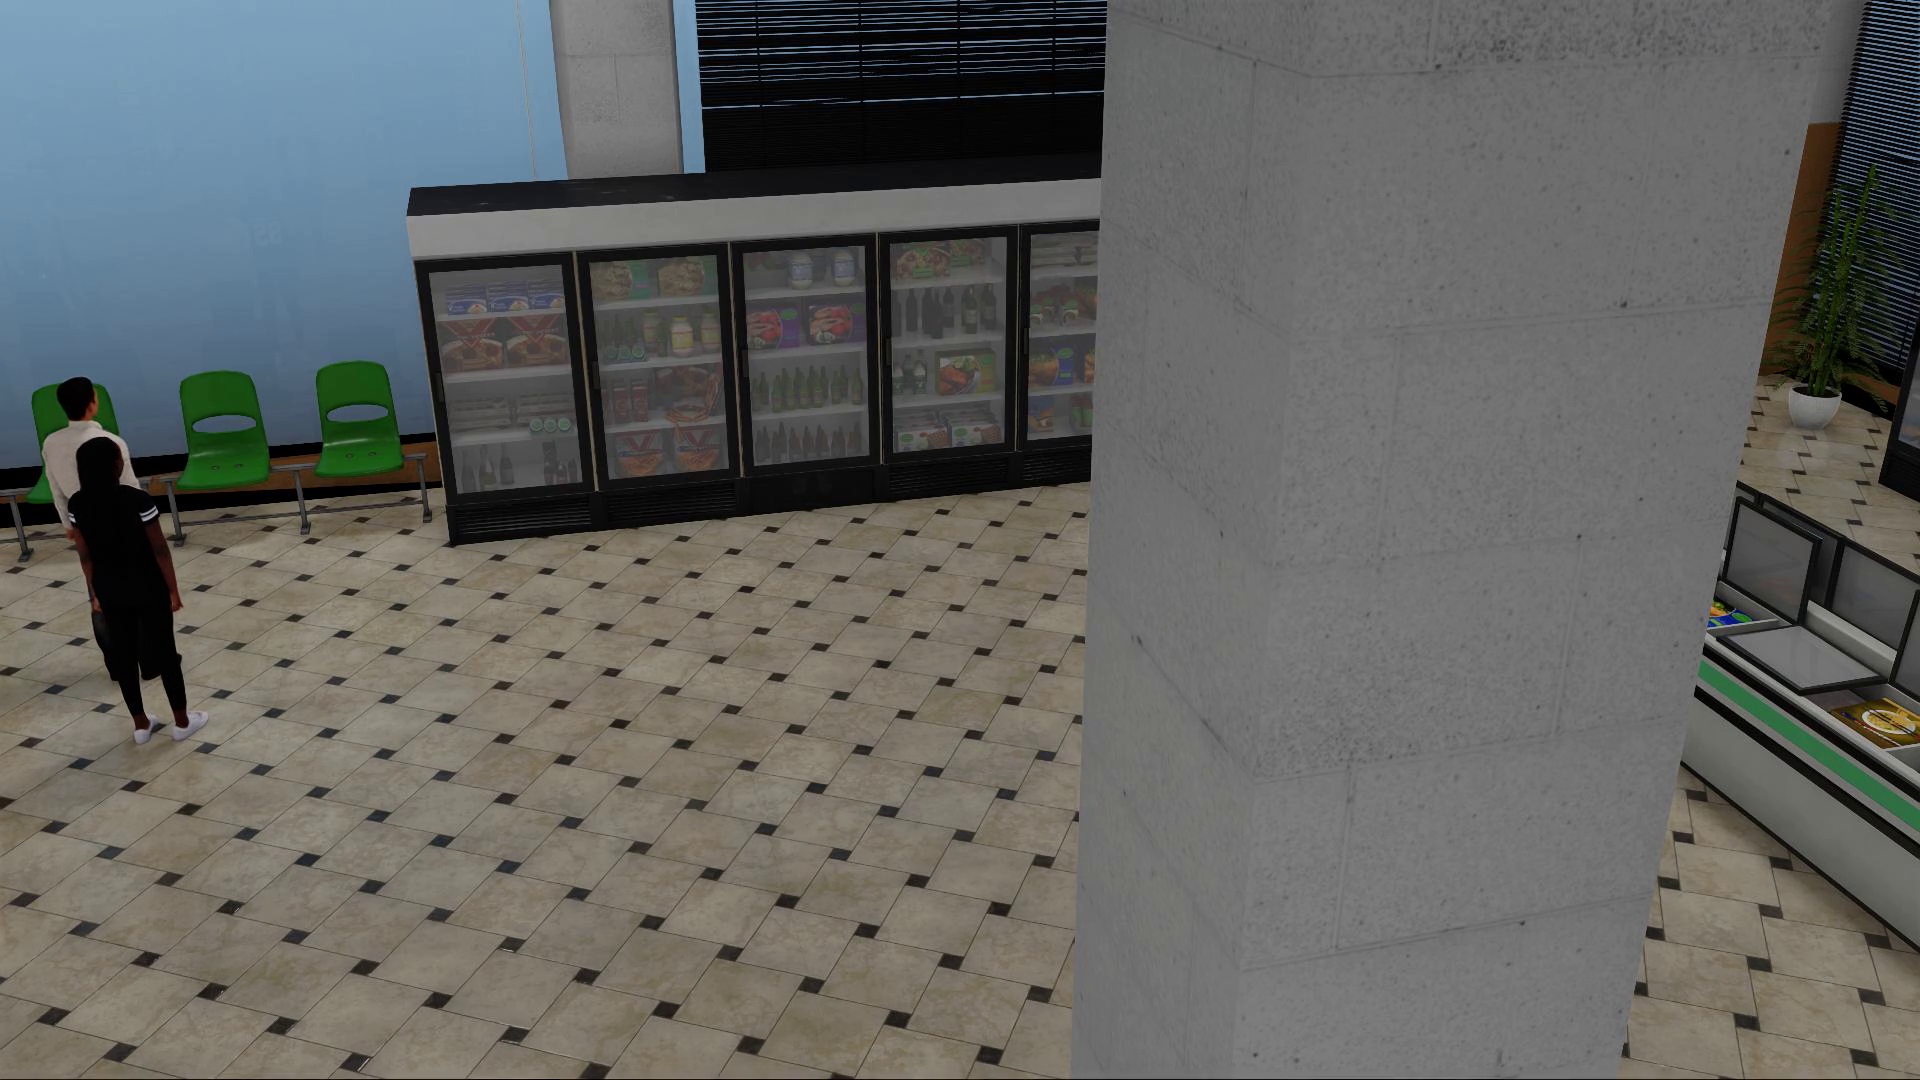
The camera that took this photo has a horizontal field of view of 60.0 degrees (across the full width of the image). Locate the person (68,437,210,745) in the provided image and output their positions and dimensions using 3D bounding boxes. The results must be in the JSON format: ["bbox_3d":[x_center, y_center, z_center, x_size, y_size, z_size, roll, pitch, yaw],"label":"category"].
[{"bbox_3d":[-4.389,0.265,8.824,0.651,1.743,0.626,-2,24,-4],"label":"person"}]

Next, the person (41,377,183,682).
[{"bbox_3d":[-4.867,-0.050,9.459,0.724,1.811,0.683,3,24,6],"label":"person"}]
